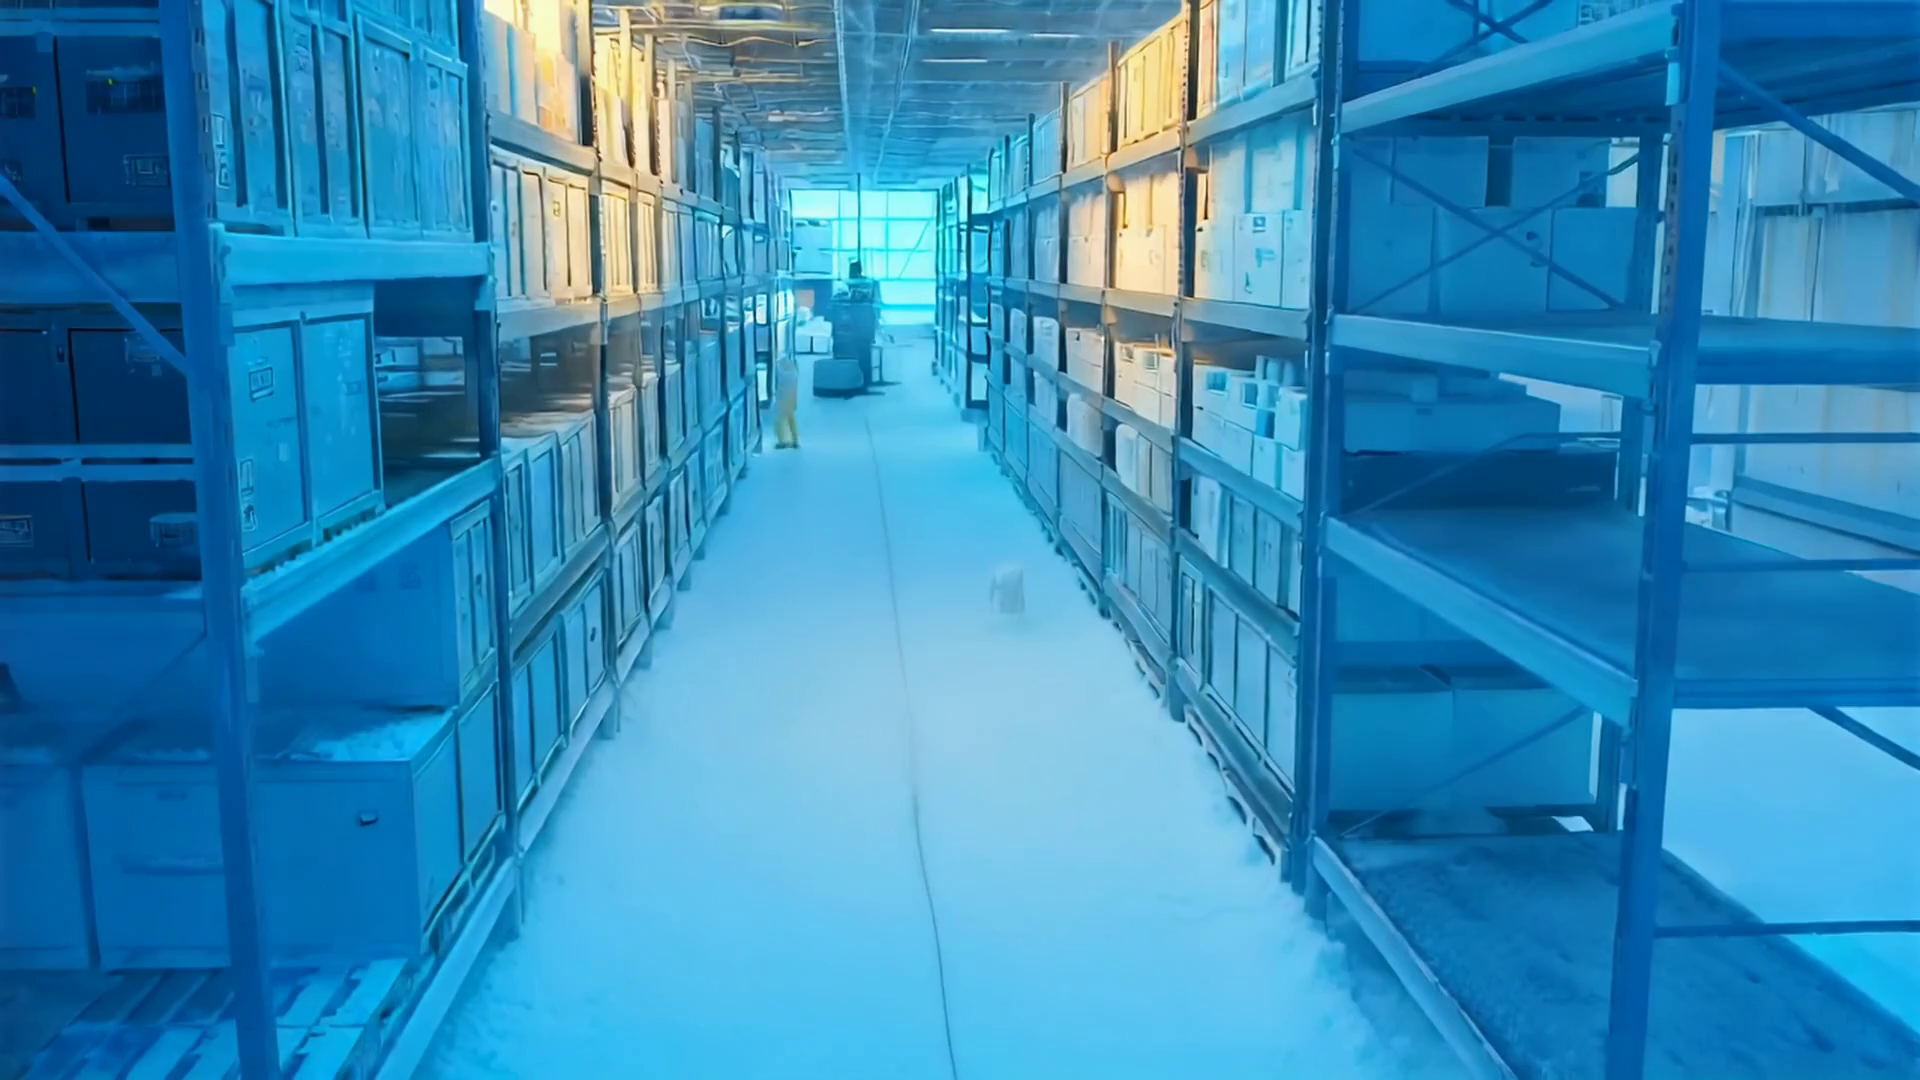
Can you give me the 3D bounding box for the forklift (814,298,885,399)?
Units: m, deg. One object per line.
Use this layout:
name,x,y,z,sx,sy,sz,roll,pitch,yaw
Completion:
forklift,-3.156,-5.413,46.804,1.129,2.768,1.873,7,12,37

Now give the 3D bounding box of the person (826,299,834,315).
person,-6.876,-11.867,88.338,1.033,1.893,0.635,-5,11,-28

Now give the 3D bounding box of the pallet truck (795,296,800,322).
pallet truck,-8.622,-12.439,91.403,1.885,1.965,0.823,2,10,13

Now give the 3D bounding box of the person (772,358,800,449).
person,-3.628,-2.790,34.142,0.715,1.863,0.736,4,10,24
